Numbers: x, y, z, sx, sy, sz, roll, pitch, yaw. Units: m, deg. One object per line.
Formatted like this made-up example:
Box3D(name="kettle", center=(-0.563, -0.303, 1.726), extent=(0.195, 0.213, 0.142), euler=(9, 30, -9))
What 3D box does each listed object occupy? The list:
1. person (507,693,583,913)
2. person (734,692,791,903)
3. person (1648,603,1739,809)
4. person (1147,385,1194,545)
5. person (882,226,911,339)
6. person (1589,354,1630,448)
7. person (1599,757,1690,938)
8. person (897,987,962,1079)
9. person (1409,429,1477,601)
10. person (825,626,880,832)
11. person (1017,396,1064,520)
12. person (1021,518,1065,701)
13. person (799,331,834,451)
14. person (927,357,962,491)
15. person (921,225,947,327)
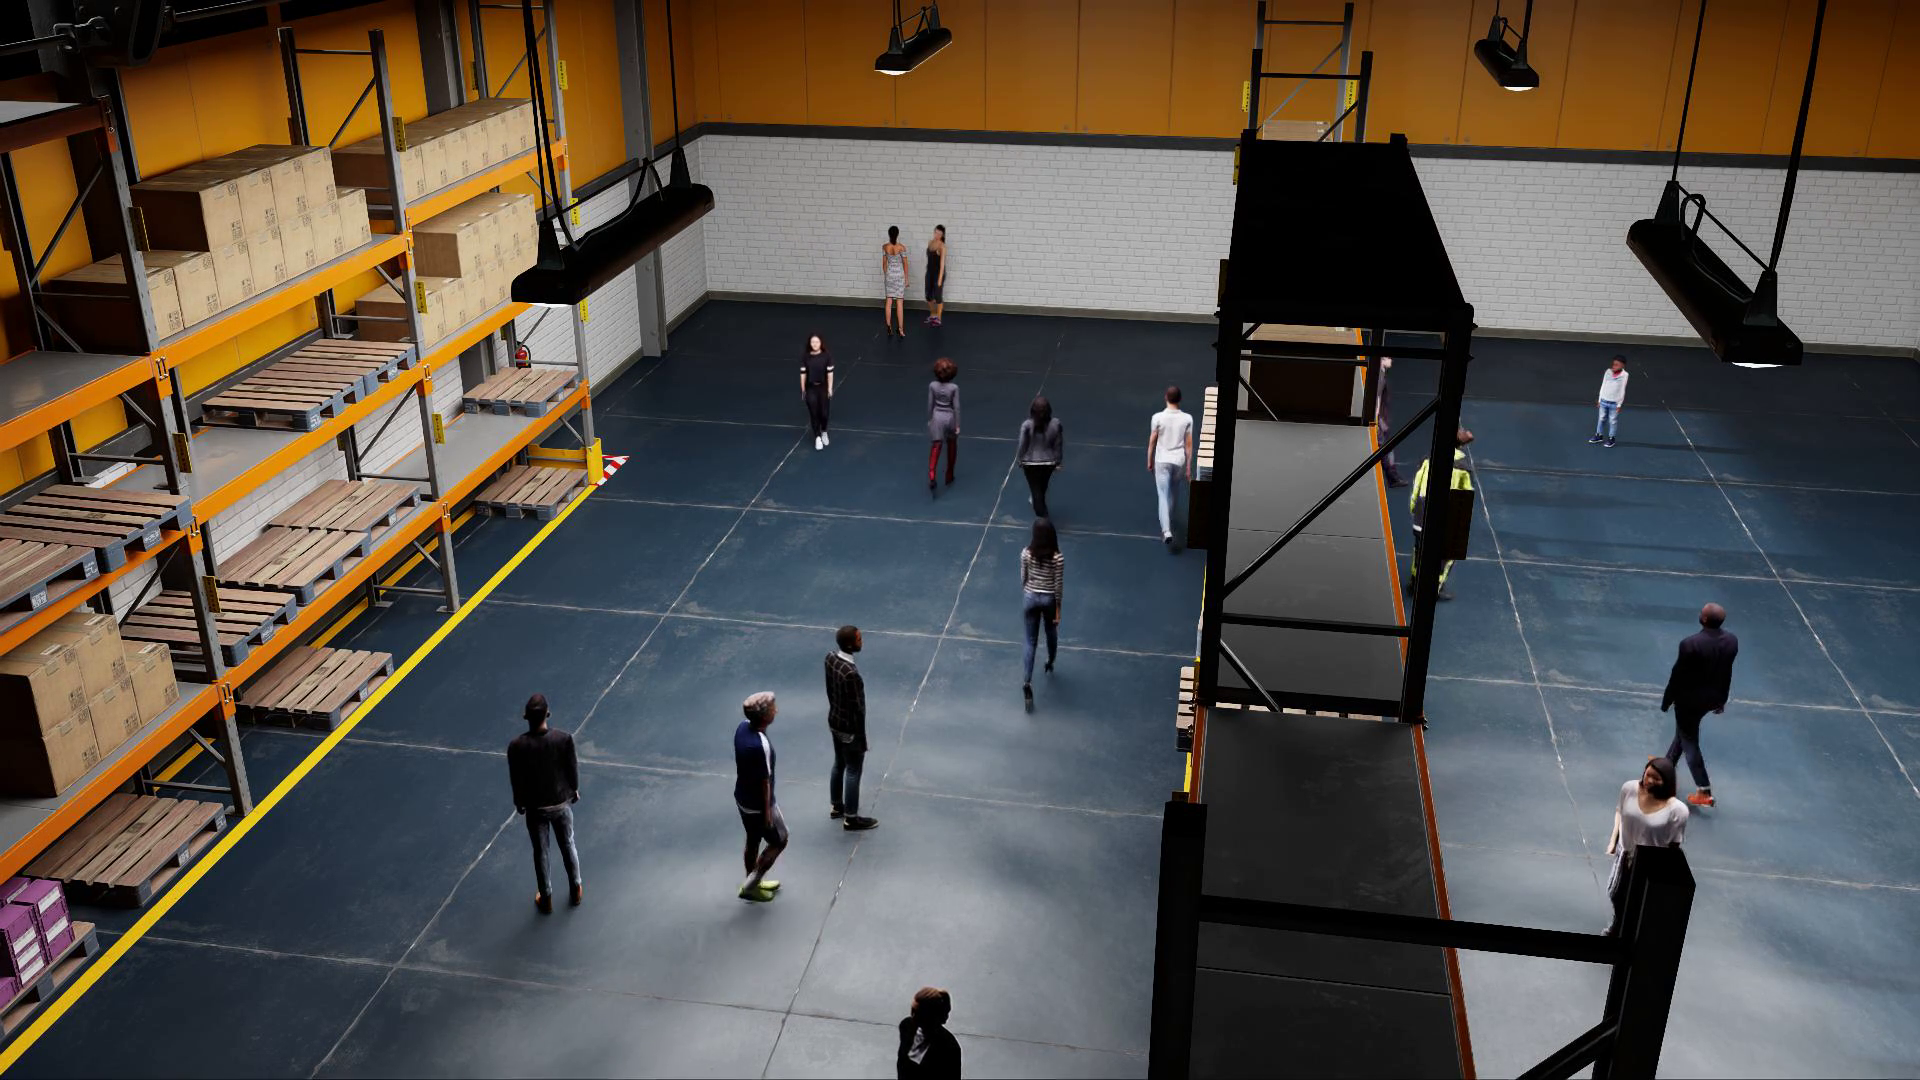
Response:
Box3D(name="person", center=(-3.149, 2.002, 12.699), extent=(0.735, 1.835, 0.739), euler=(-10, 25, -21))
Box3D(name="person", center=(-1.631, 1.999, 12.725), extent=(0.875, 1.820, 0.809), euler=(-15, 28, -31))
Box3D(name="person", center=(6.292, 1.422, 14.098), extent=(1.064, 1.778, 1.269), euler=(-8, 25, -17))
Box3D(name="person", center=(2.433, -0.834, 19.220), extent=(0.859, 1.810, 1.297), euler=(-1, 24, -3))
Box3D(name="person", center=(-1.056, -4.175, 26.848), extent=(0.650, 1.821, 0.602), euler=(10, 26, 22))
Box3D(name="person", center=(8.757, -1.894, 22.331), extent=(0.620, 1.261, 0.568), euler=(-20, 30, -38))
Box3D(name="person", center=(5.016, 2.308, 12.194), extent=(0.874, 1.679, 0.818), euler=(-17, 29, -34))
Box3D(name="person", center=(-0.174, 3.338, 9.804), extent=(0.700, 1.706, 0.693), euler=(17, 29, 34))
Box3D(name="person", center=(5.113, -0.277, 17.765), extent=(0.916, 1.954, 0.862), euler=(10, 26, 22))
Box3D(name="person", center=(-0.947, 1.540, 13.775), extent=(0.804, 1.821, 0.722), euler=(-13, 27, -27))
Box3D(name="person", center=(0.956, -0.899, 19.683), extent=(0.973, 1.558, 1.159), euler=(-7, 25, -15))
Box3D(name="person", center=(0.726, 0.700, 15.800), extent=(0.560, 1.738, 1.107), euler=(4, 24, 10))
Box3D(name="person", center=(-1.908, -2.018, 22.152), extent=(0.667, 1.630, 0.667), euler=(-2, 24, -5))
Box3D(name="person", center=(-0.228, -1.407, 20.682), extent=(0.655, 1.687, 1.031), euler=(7, 24, 15))
Box3D(name="person", center=(-0.390, -4.353, 27.406), extent=(0.763, 1.700, 0.746), euler=(-14, 27, -29))
